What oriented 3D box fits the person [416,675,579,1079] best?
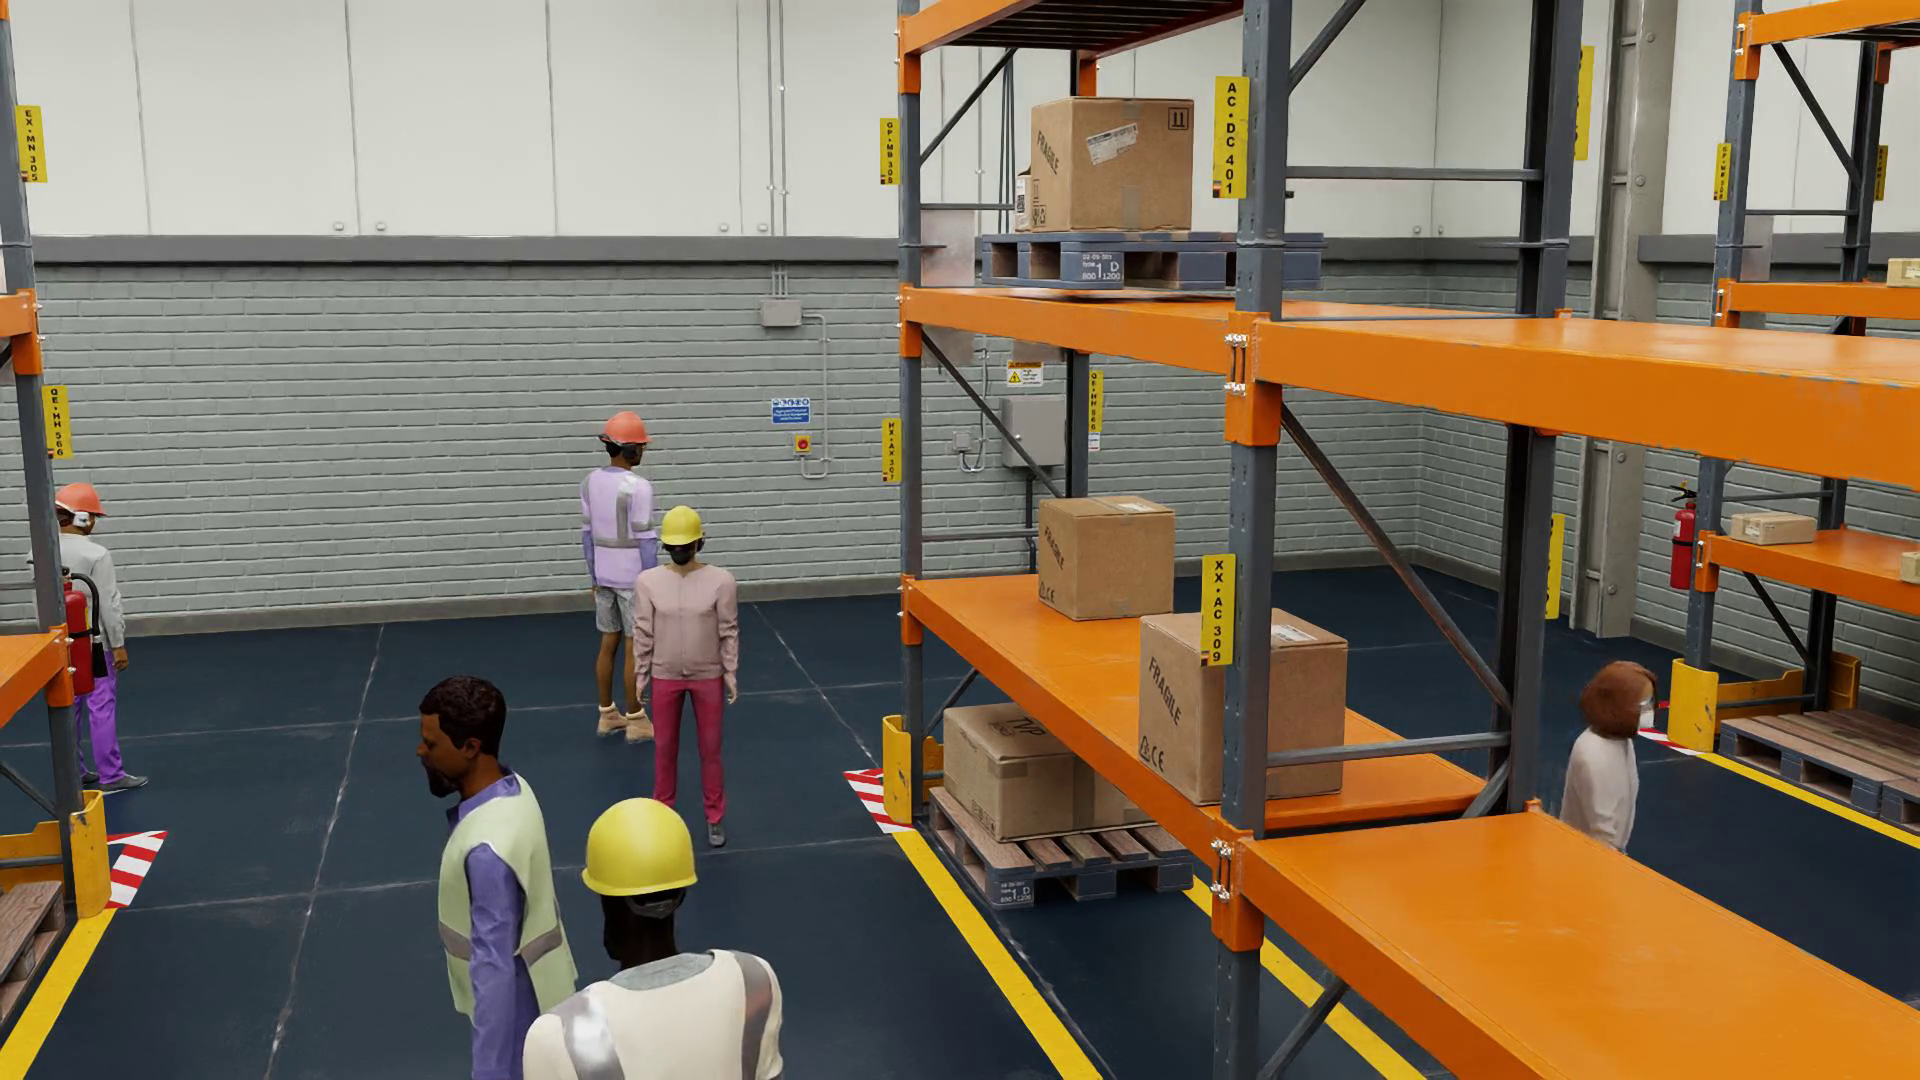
[{"bbox_3d":[-1.245,1.298,4.569,0.396,1.910,0.585,-3,10,-15],"label":"person"}]

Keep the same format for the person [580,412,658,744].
[{"bbox_3d":[-2.052,0.228,10.269,0.615,2.040,0.391,8,13,39],"label":"person"}]

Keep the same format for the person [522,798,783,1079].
[{"bbox_3d":[-0.638,1.482,3.490,0.589,1.917,0.420,-8,13,-40],"label":"person"}]

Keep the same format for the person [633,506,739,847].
[{"bbox_3d":[-1.379,0.697,8.391,0.533,1.765,0.329,-1,10,-4],"label":"person"}]

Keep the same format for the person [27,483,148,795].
[{"bbox_3d":[-4.872,0.550,9.280,0.563,1.742,0.338,3,10,18],"label":"person"}]
